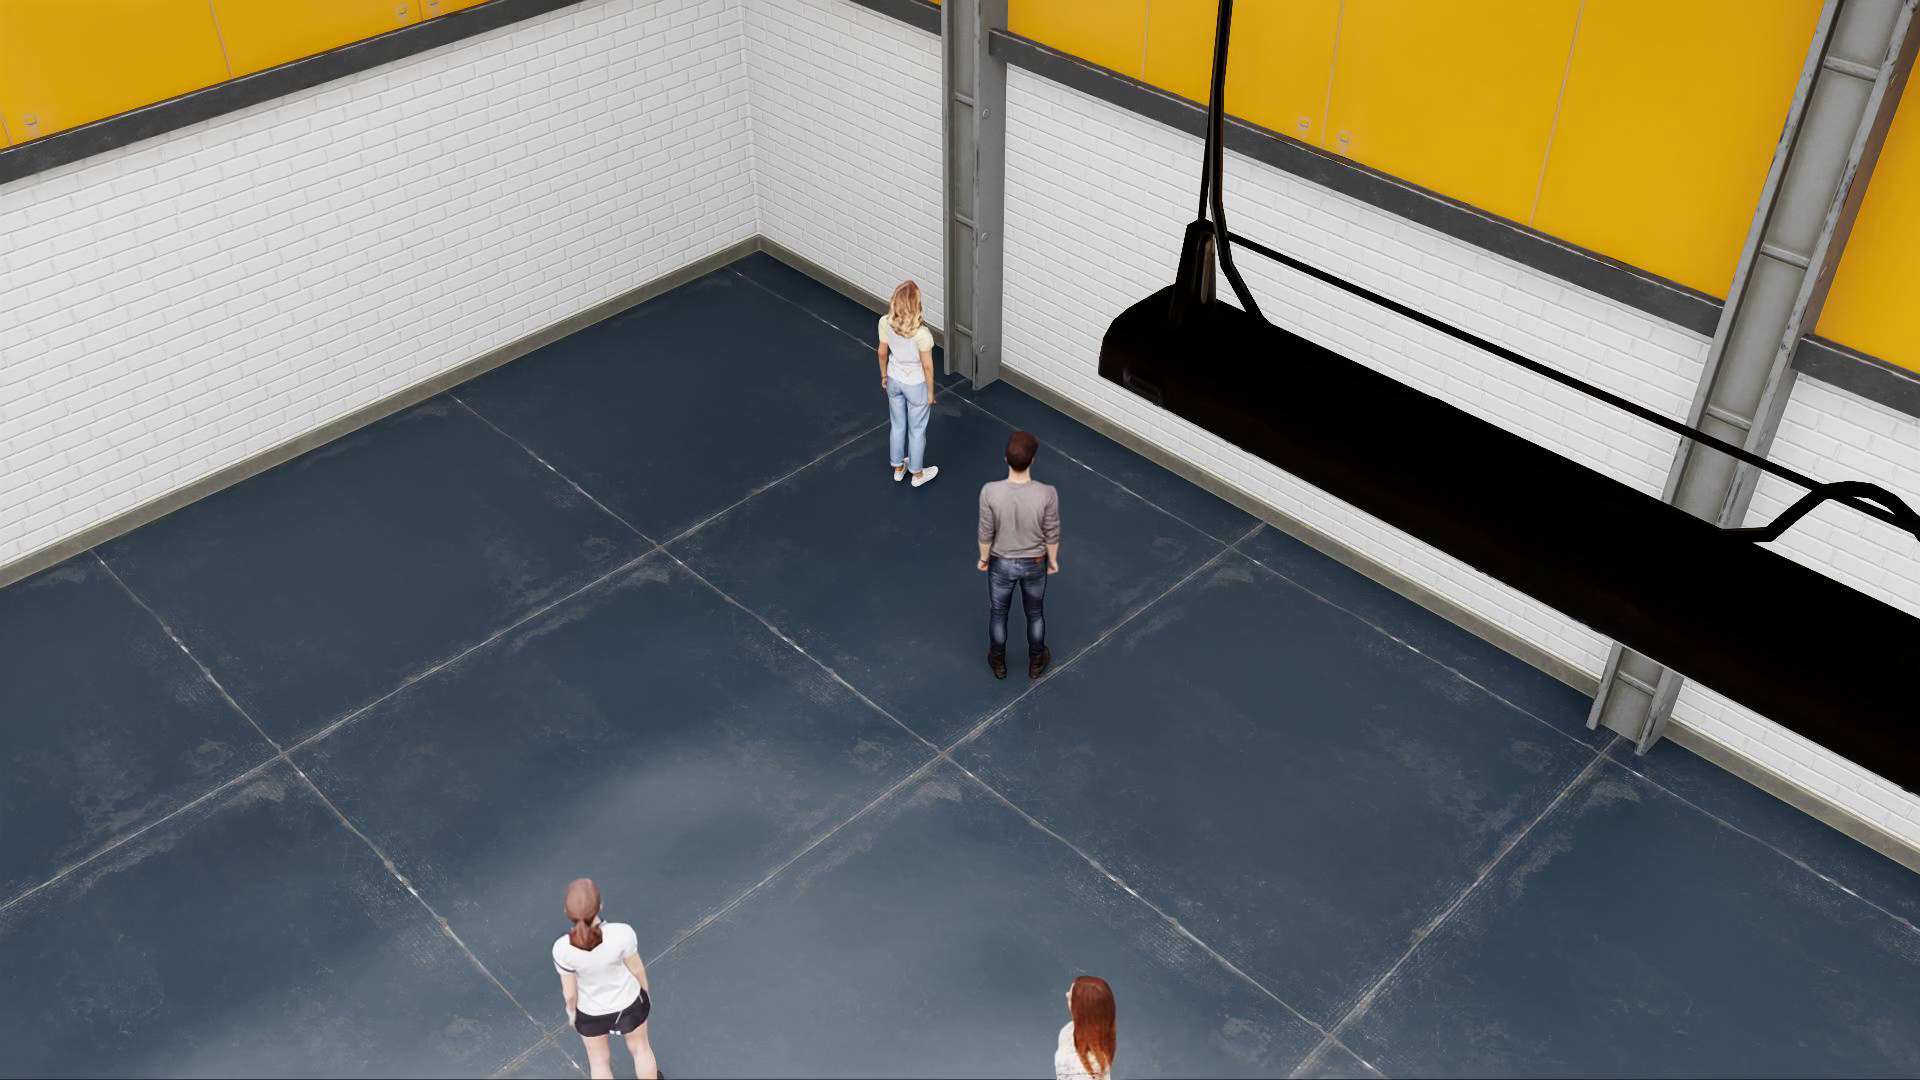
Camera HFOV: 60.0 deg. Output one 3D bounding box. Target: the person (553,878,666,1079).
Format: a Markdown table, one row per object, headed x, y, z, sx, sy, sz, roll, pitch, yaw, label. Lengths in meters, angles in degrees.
| x | y | z | sx | sy | sz | roll | pitch | yaw | label |
| --- | --- | --- | --- | --- | --- | --- | --- | --- | --- |
| -1.726 | 2.278 | 8.159 | 0.658 | 1.752 | 0.687 | -11 | 40 | -14 | person |

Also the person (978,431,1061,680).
| x | y | z | sx | sy | sz | roll | pitch | yaw | label |
| --- | --- | --- | --- | --- | --- | --- | --- | --- | --- |
| 0.377 | 0.131 | 10.726 | 0.761 | 1.904 | 0.827 | 1 | 39 | 1 | person |

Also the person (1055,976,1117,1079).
| x | y | z | sx | sy | sz | roll | pitch | yaw | label |
| --- | --- | --- | --- | --- | --- | --- | --- | --- | --- |
| 0.639 | 2.638 | 7.735 | 0.763 | 1.719 | 0.712 | 13 | 40 | 16 | person |

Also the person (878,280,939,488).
| x | y | z | sx | sy | sz | roll | pitch | yaw | label |
| --- | --- | --- | --- | --- | --- | --- | --- | --- | --- |
| -0.392 | -1.171 | 12.502 | 0.562 | 1.722 | 0.739 | 20 | 43 | 23 | person |
